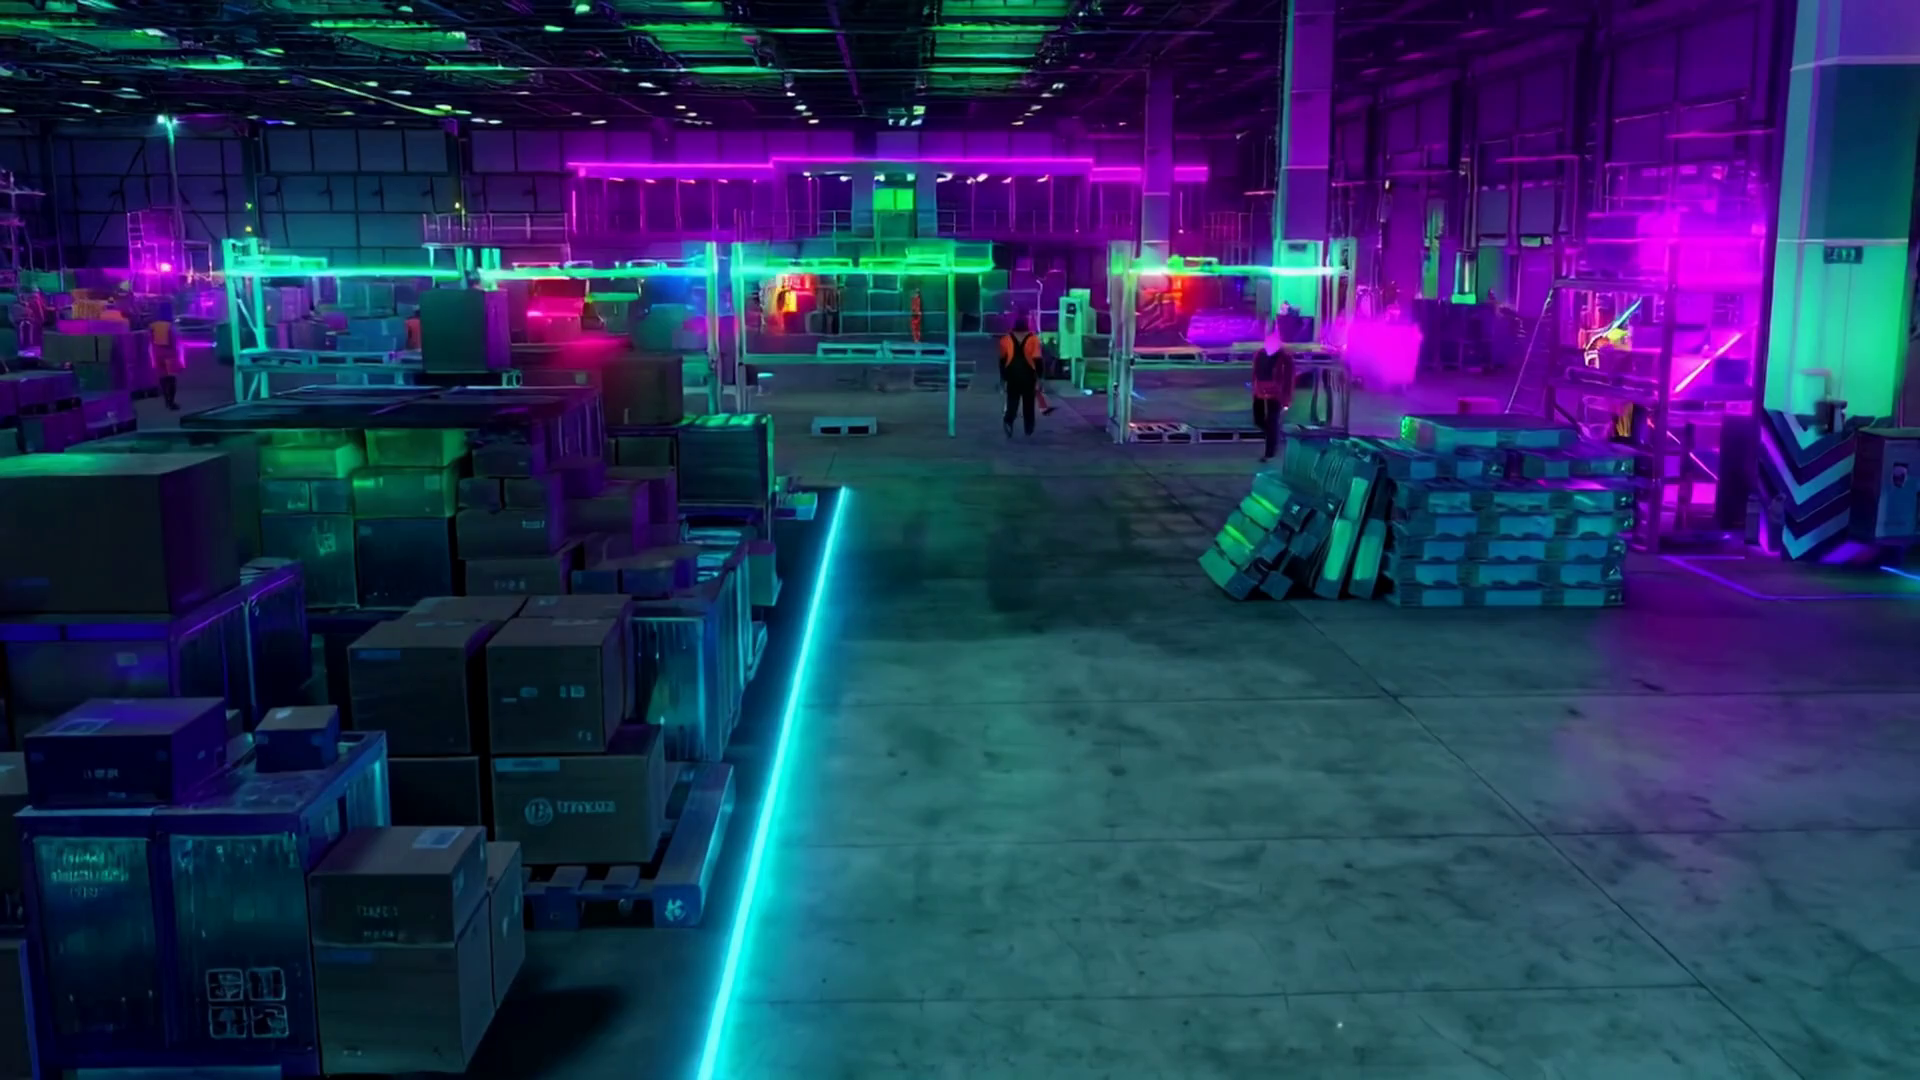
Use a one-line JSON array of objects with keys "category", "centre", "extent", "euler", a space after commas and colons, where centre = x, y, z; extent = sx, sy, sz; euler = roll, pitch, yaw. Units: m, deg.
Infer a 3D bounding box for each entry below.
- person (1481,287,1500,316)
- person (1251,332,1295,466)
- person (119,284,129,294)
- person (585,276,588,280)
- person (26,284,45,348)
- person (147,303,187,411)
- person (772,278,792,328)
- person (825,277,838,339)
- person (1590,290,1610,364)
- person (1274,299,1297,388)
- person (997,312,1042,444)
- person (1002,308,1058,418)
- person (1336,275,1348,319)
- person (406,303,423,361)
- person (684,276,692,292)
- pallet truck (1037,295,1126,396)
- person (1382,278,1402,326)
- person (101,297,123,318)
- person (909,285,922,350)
[{"category": "person", "centre": [14.042, -5.781, 44.072], "extent": [0.561, 1.847, 0.593], "euler": [1, 10, 7]}, {"category": "person", "centre": [4.272, -1.930, 22.671], "extent": [0.579, 1.828, 0.641], "euler": [-9, 13, -41]}, {"category": "person", "centre": [-25.930, -7.096, 51.706], "extent": [0.493, 1.730, 0.364], "euler": [3, 10, 14]}, {"category": "person", "centre": [-13.897, -9.095, 62.367], "extent": [0.611, 1.903, 0.438], "euler": [2, 10, 10]}, {"category": "person", "centre": [-26.365, -6.376, 47.469], "extent": [0.600, 1.822, 0.410], "euler": [6, 12, 31]}, {"category": "person", "centre": [-14.212, -3.280, 29.847], "extent": [0.629, 1.944, 0.447], "euler": [0, 10, 2]}, {"category": "person", "centre": [-6.219, -8.355, 58.565], "extent": [0.959, 1.800, 0.515], "euler": [1, 10, 8]}, {"category": "person", "centre": [-4.013, -7.230, 51.886], "extent": [0.375, 1.935, 0.550], "euler": [-5, 11, -27]}, {"category": "person", "centre": [16.011, -5.379, 41.411], "extent": [0.391, 1.995, 0.613], "euler": [-1, 10, -6]}, {"category": "person", "centre": [6.460, -3.824, 32.990], "extent": [0.606, 1.909, 0.539], "euler": [-9, 14, -41]}, {"category": "person", "centre": [0.893, -2.481, 25.142], "extent": [0.695, 2.000, 0.972], "euler": [2, 10, 11]}, {"category": "person", "centre": [1.200, -3.045, 28.710], "extent": [1.005, 1.888, 0.656], "euler": [2, 10, 8]}, {"category": "person", "centre": [14.814, -9.499, 64.887], "extent": [0.648, 1.815, 0.758], "euler": [4, 11, 23]}, {"category": "person", "centre": [-9.887, -3.405, 30.640], "extent": [0.568, 1.911, 0.472], "euler": [-3, 11, -17]}, {"category": "person", "centre": [-10.028, -8.827, 60.989], "extent": [0.464, 1.871, 0.597], "euler": [-2, 10, -13]}, {"category": "pallet truck", "centre": [2.483, -3.881, 33.060], "extent": [1.885, 1.965, 0.823], "euler": [-7, 13, -36]}, {"category": "person", "centre": [13.453, -7.221, 51.910], "extent": [0.602, 1.919, 0.927], "euler": [3, 11, 18]}, {"category": "person", "centre": [-18.748, -4.441, 36.709], "extent": [0.514, 1.812, 0.970], "euler": [1, 10, 7]}, {"category": "person", "centre": [-1.186, -5.844, 44.354], "extent": [0.350, 1.878, 0.567], "euler": [-4, 11, -19]}]
